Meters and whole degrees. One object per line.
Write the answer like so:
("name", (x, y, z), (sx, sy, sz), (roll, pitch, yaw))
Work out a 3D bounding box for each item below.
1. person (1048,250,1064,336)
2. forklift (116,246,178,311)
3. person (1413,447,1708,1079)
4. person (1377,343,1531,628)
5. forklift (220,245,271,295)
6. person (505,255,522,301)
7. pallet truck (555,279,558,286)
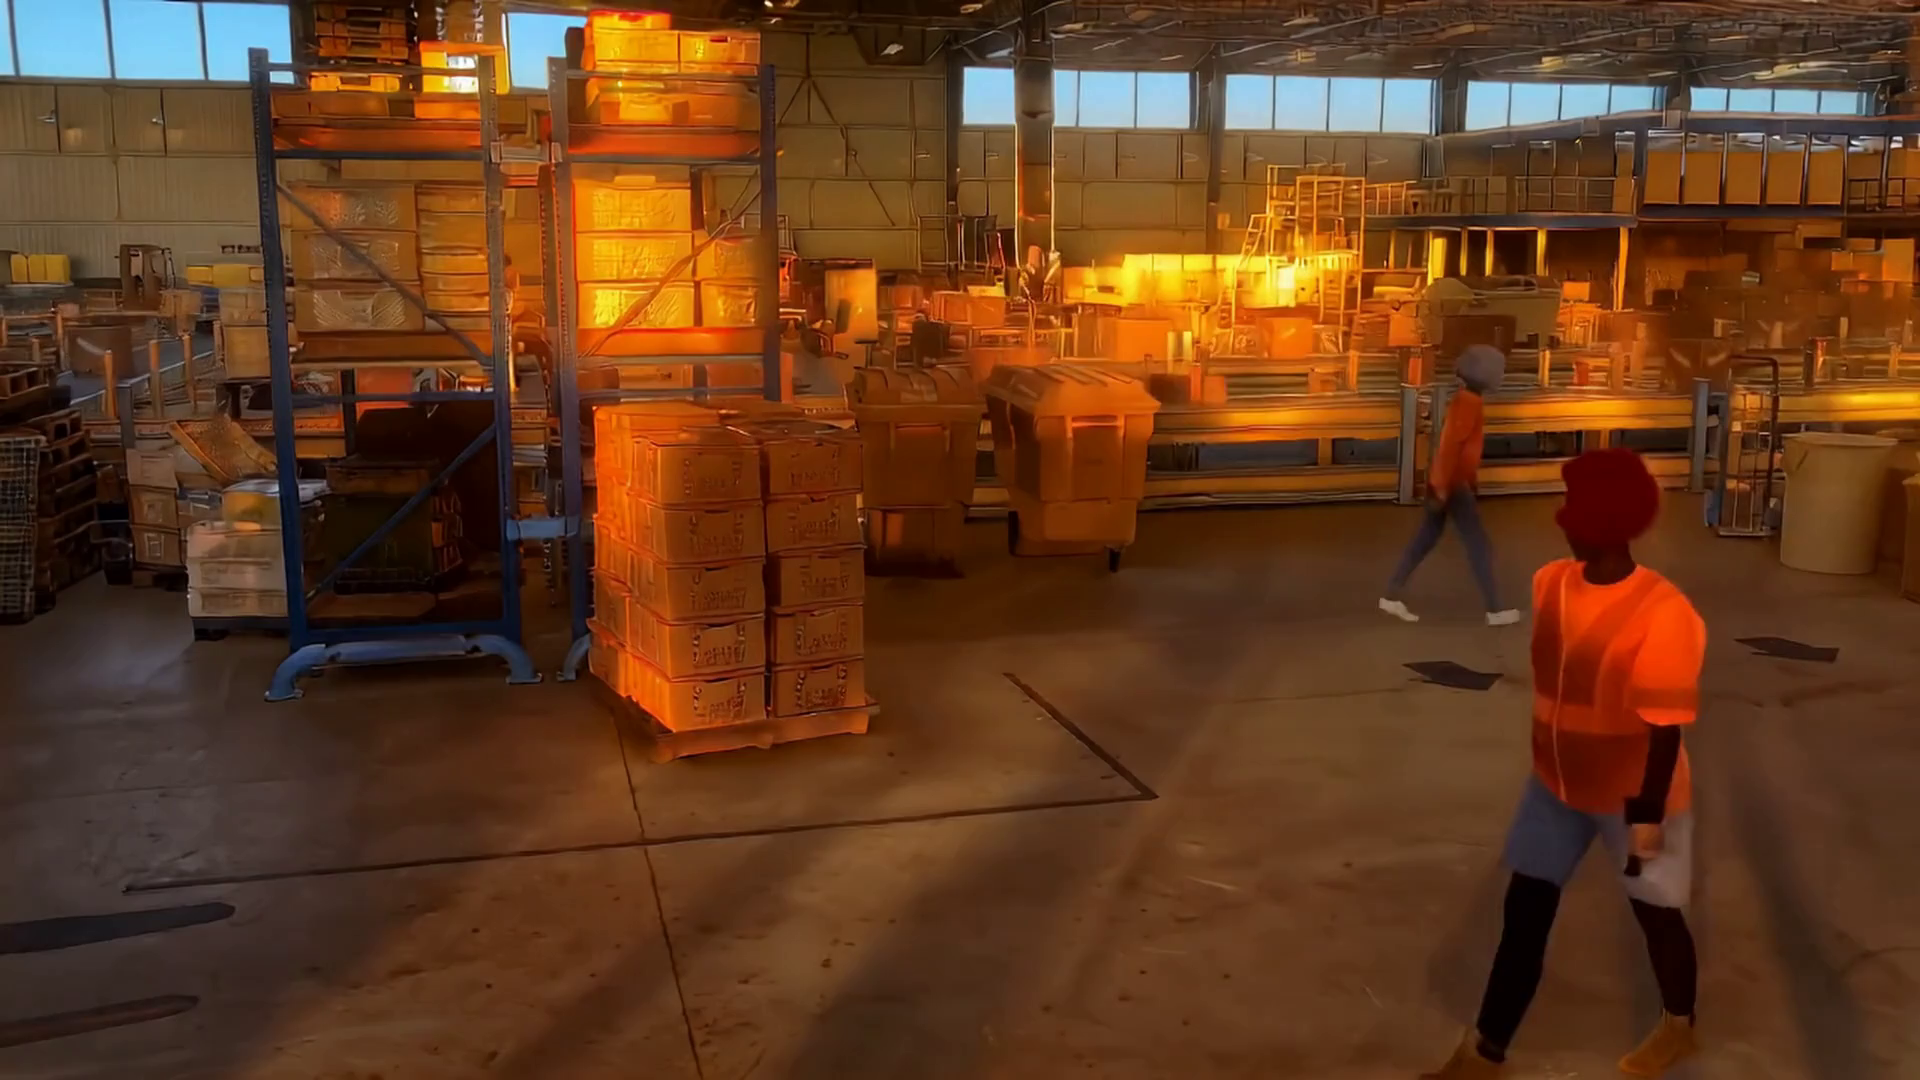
("person", (2.263, -5.858, 39.498), (0.391, 2.040, 0.615), (3, 11, 18))
("forklift", (-19.966, -6.232, 40.894), (1.157, 1.987, 2.680), (-3, 10, -15))
("person", (1.539, 0.597, 4.044), (0.890, 1.643, 0.543), (-5, 11, -26))
("person", (2.777, -0.296, 9.280), (0.878, 1.585, 0.532), (2, 10, 14))
("forklift", (-17.749, -6.334, 41.440), (1.157, 1.987, 2.680), (-3, 10, -17))
("person", (-11.894, -6.574, 43.930), (0.639, 1.910, 0.407), (-8, 13, -37))
("pallet truck", (-10.604, -6.375, 44.520), (0.653, 1.274, 1.630), (-3, 10, -15))
